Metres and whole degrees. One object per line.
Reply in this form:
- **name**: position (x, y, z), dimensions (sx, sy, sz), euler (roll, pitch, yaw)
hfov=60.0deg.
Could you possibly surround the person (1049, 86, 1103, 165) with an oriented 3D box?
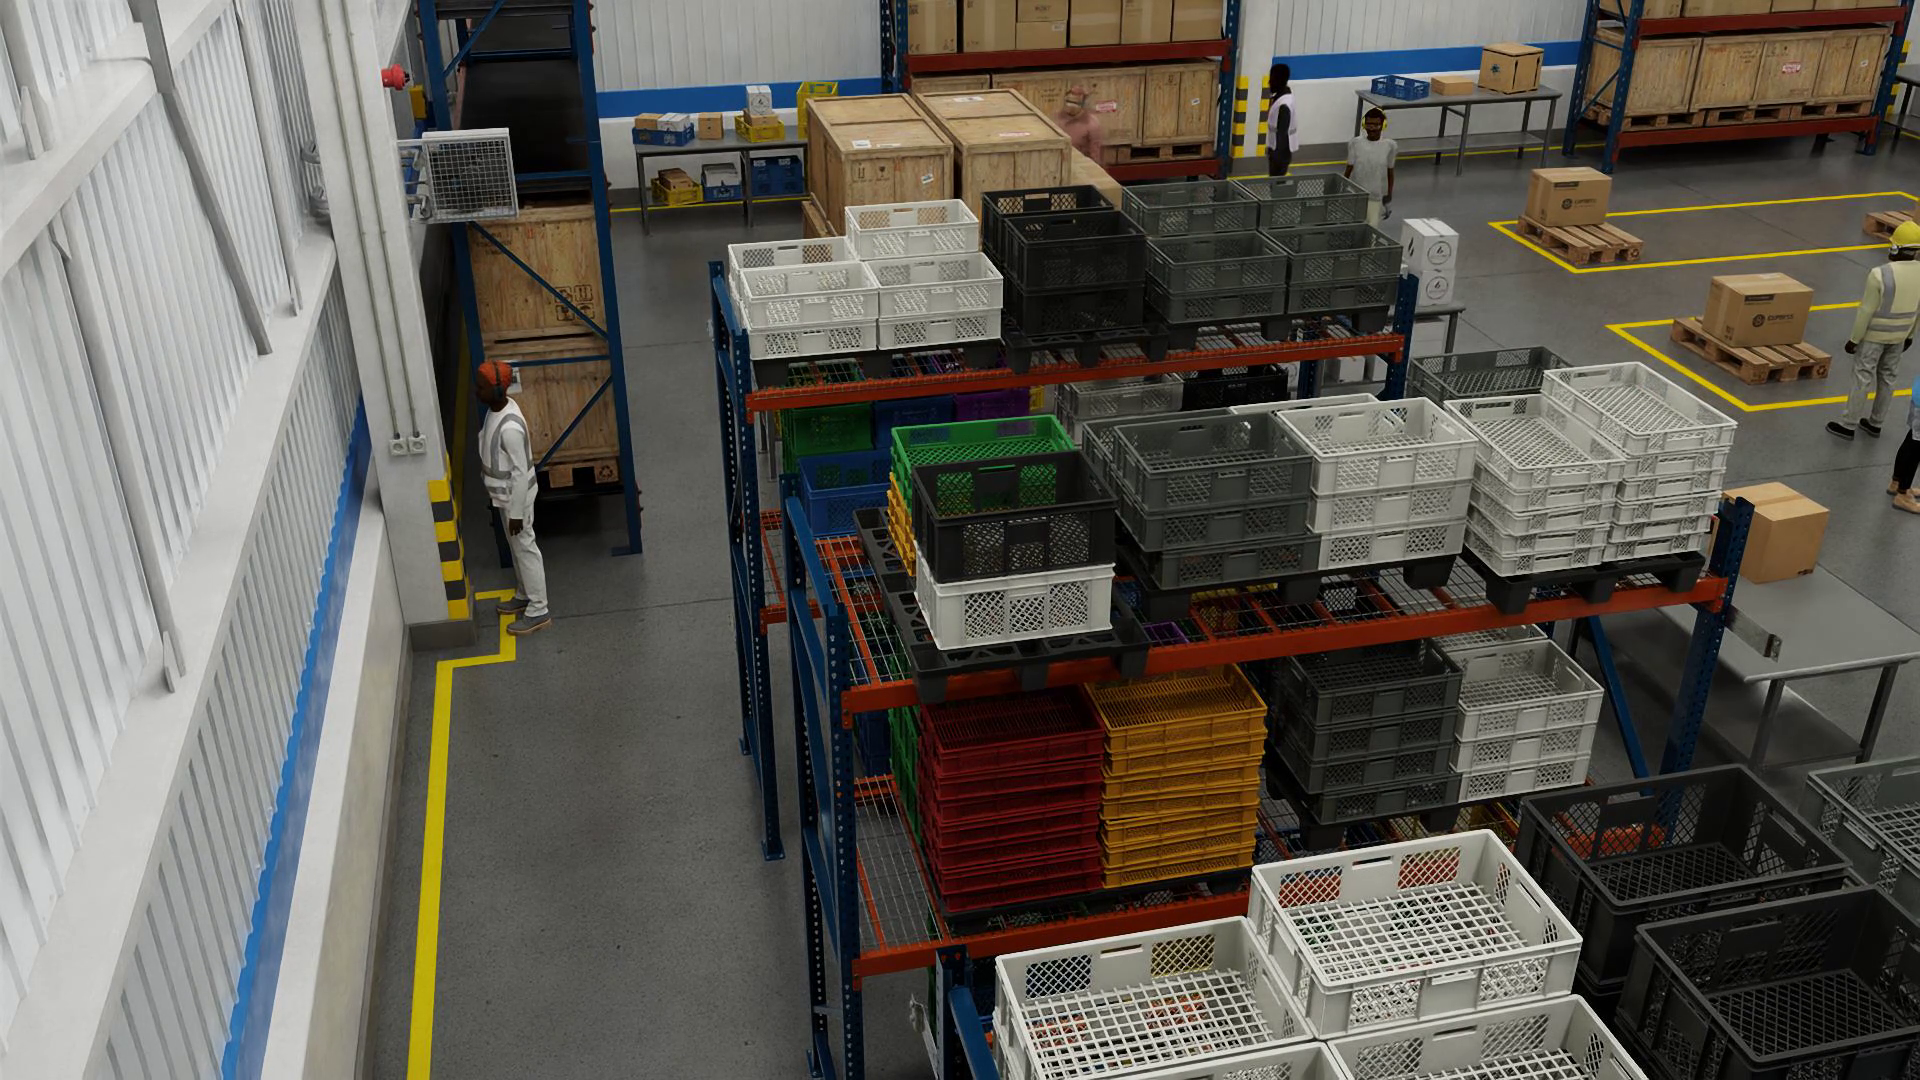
- **person**: position (1.149, -3.896, 17.704), dimensions (0.708, 1.882, 0.539), euler (23, 36, 37)

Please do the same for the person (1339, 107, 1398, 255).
- **person**: position (4.120, -3.448, 16.862), dimensions (0.537, 1.864, 0.312), euler (8, 29, 14)

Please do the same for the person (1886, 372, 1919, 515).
- **person**: position (7.309, -1.042, 12.473), dimensions (0.322, 1.697, 0.534), euler (11, 30, 20)

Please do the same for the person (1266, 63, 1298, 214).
- **person**: position (3.570, -4.346, 18.525), dimensions (0.388, 1.906, 0.586), euler (3, 28, 6)

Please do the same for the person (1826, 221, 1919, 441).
- **person**: position (7.529, -1.700, 13.578), dimensions (0.600, 1.831, 0.404), euler (-5, 28, -10)

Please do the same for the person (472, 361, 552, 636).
- **person**: position (-2.932, -0.285, 10.840), dimensions (0.355, 1.884, 0.575), euler (-12, 30, -22)
